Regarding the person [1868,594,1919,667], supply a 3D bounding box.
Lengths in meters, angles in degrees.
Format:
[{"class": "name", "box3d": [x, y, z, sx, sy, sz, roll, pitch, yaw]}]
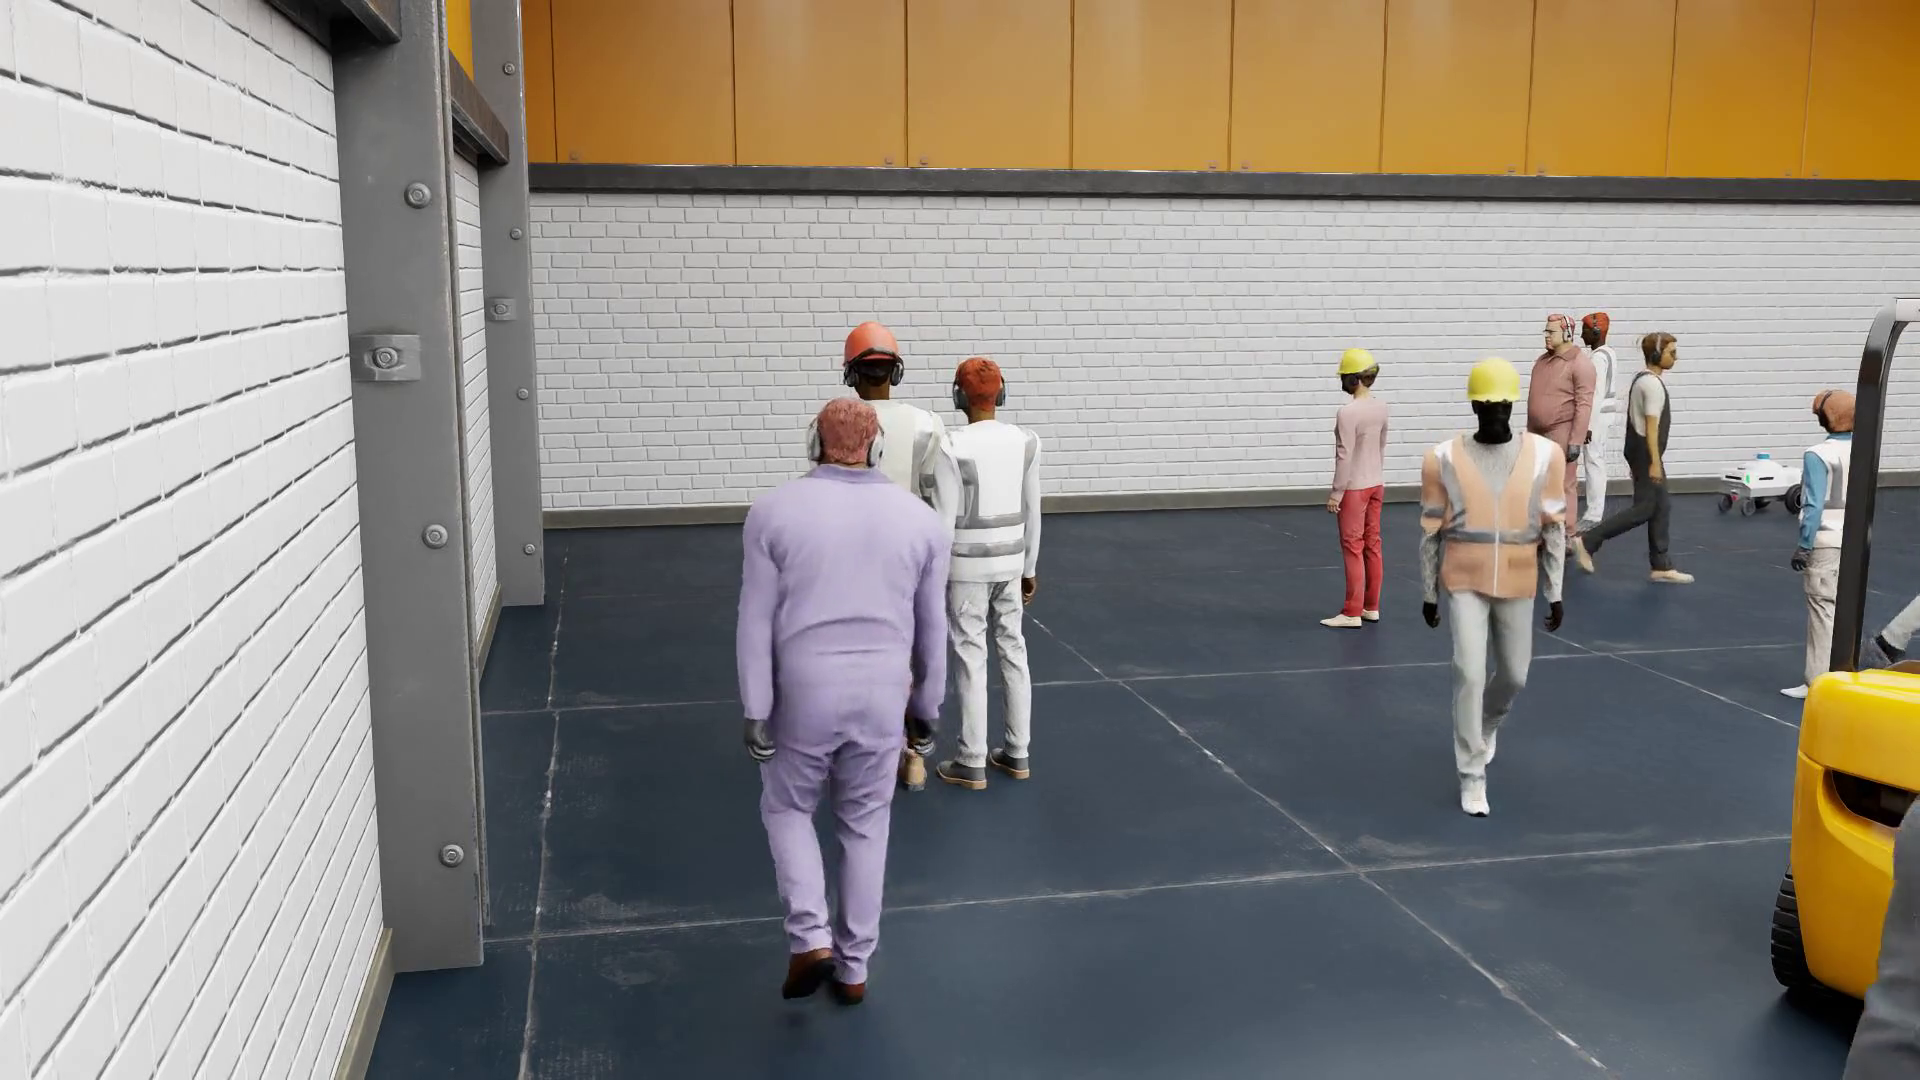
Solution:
[{"class": "person", "box3d": [5.635, -0.085, 9.124, 1.055, 1.754, 0.607, 6, 11, 33]}]

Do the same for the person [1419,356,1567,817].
[{"class": "person", "box3d": [2.257, 0.161, 7.118, 0.591, 1.907, 0.795, 1, 9, 8]}]

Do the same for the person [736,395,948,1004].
[{"class": "person", "box3d": [-0.356, 0.500, 5.131, 0.677, 1.873, 0.513, -3, 10, -18]}]

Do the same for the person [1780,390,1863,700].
[{"class": "person", "box3d": [4.554, 0.035, 8.692, 0.515, 1.636, 0.315, -5, 11, -28]}]

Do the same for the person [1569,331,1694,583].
[{"class": "person", "box3d": [4.874, -0.590, 11.948, 0.784, 1.825, 0.517, 4, 10, 22]}]

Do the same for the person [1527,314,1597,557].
[{"class": "person", "box3d": [4.645, -0.812, 13.034, 0.409, 1.909, 0.641, -3, 10, -20]}]

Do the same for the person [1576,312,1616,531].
[{"class": "person", "box3d": [5.449, -1.010, 14.314, 0.356, 1.884, 0.572, 5, 10, 26]}]

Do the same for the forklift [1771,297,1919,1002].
[{"class": "forklift", "box3d": [3.542, 0.334, 5.177, 2.313, 2.155, 1.214, -9, 13, -43]}]

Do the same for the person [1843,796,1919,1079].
[{"class": "person", "box3d": [1.464, 0.979, 2.123, 0.648, 1.909, 0.841, 8, 12, 41]}]

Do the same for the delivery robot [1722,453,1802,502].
[{"class": "delivery robot", "box3d": [7.396, -0.564, 15.345, 0.707, 0.478, 0.477, -4, 10, -21]}]

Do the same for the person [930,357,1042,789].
[{"class": "person", "box3d": [0.103, 0.145, 7.277, 0.583, 1.880, 0.337, -6, 11, -34]}]

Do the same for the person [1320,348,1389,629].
[{"class": "person", "box3d": [2.493, -0.322, 10.482, 0.314, 1.768, 0.522, 9, 13, 43]}]

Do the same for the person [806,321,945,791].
[{"class": "person", "box3d": [-0.362, 0.087, 7.149, 0.607, 2.040, 0.378, -3, 10, -15]}]
